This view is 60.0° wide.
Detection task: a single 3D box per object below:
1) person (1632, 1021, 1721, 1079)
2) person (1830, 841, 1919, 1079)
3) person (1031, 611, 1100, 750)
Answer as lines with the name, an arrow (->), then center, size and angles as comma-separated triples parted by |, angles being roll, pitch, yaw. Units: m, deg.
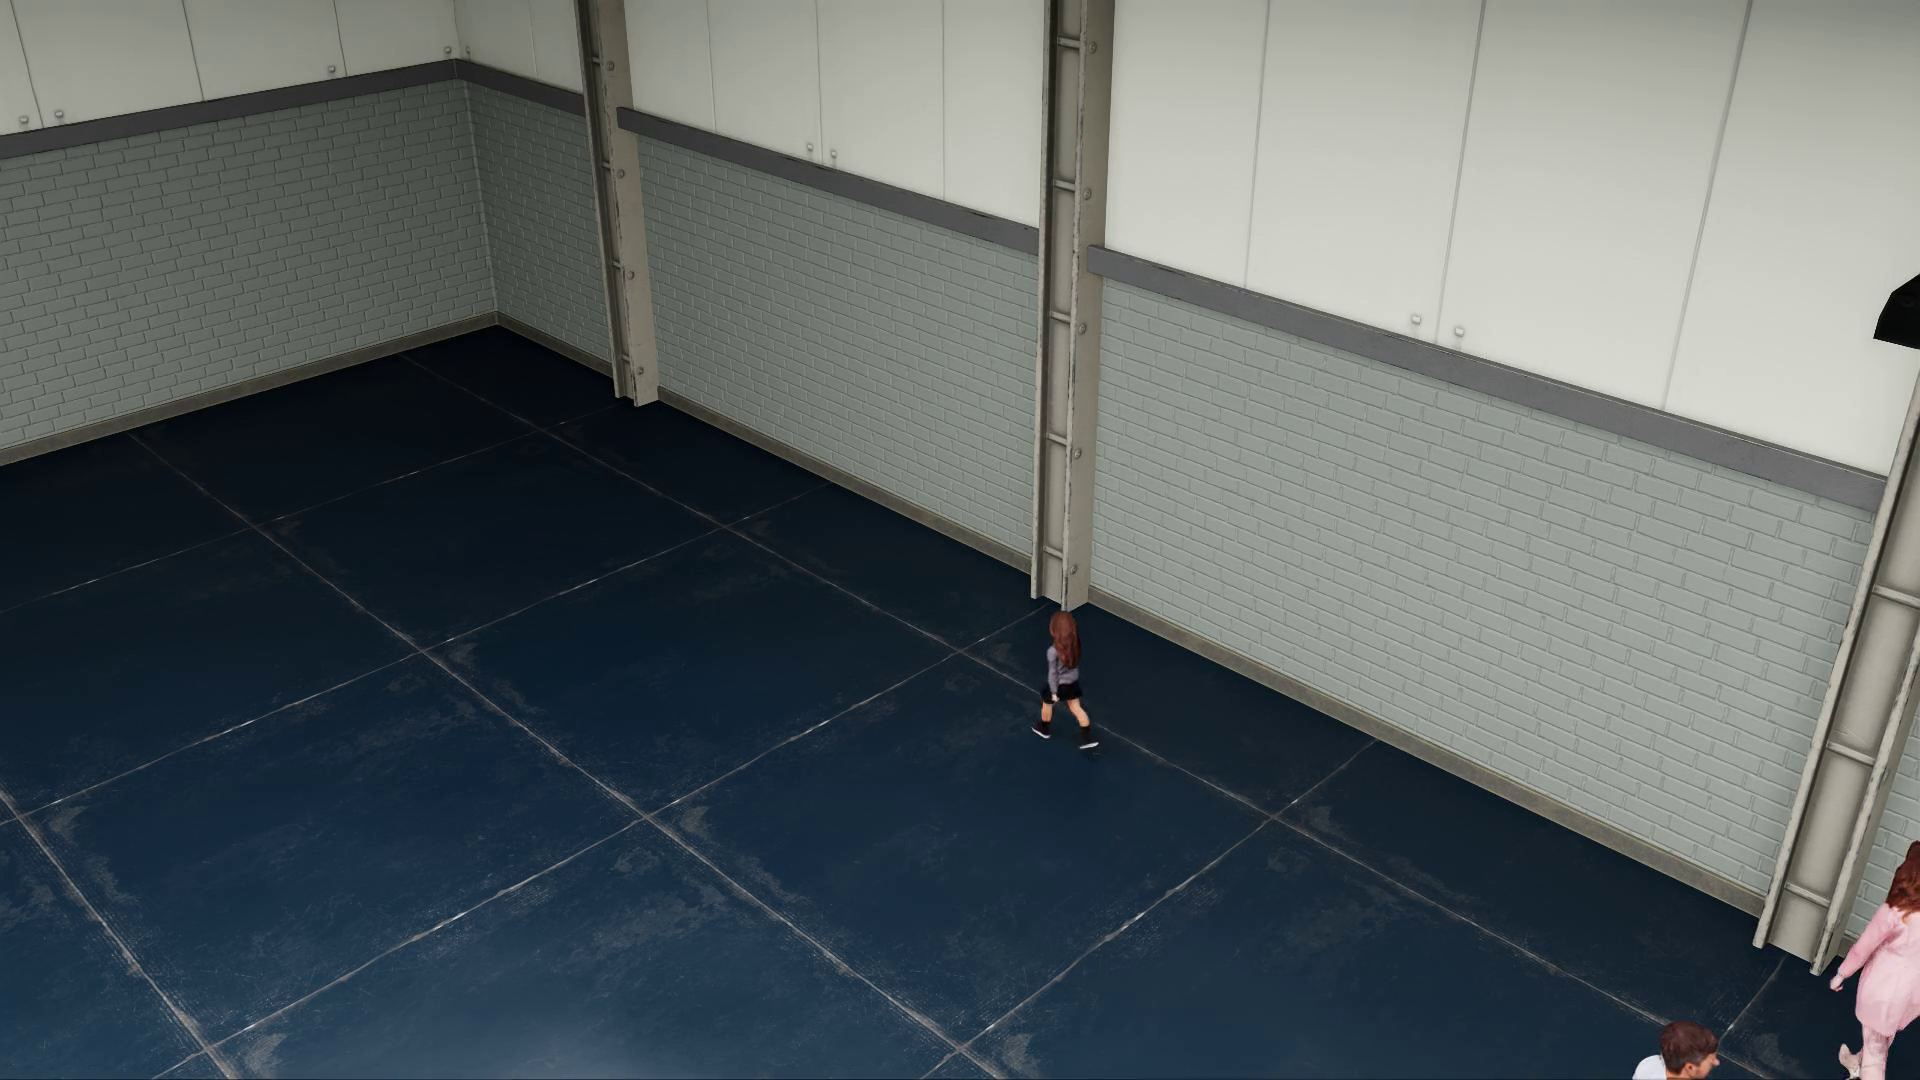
person -> 3.052, 2.869, 7.384 | 0.773, 1.865, 0.692 | -2, 28, -4
person -> 4.773, 2.356, 8.437 | 0.966, 1.781, 1.010 | 2, 28, 4
person -> 0.771, 1.003, 11.725 | 0.476, 1.077, 0.791 | -24, 36, -37
